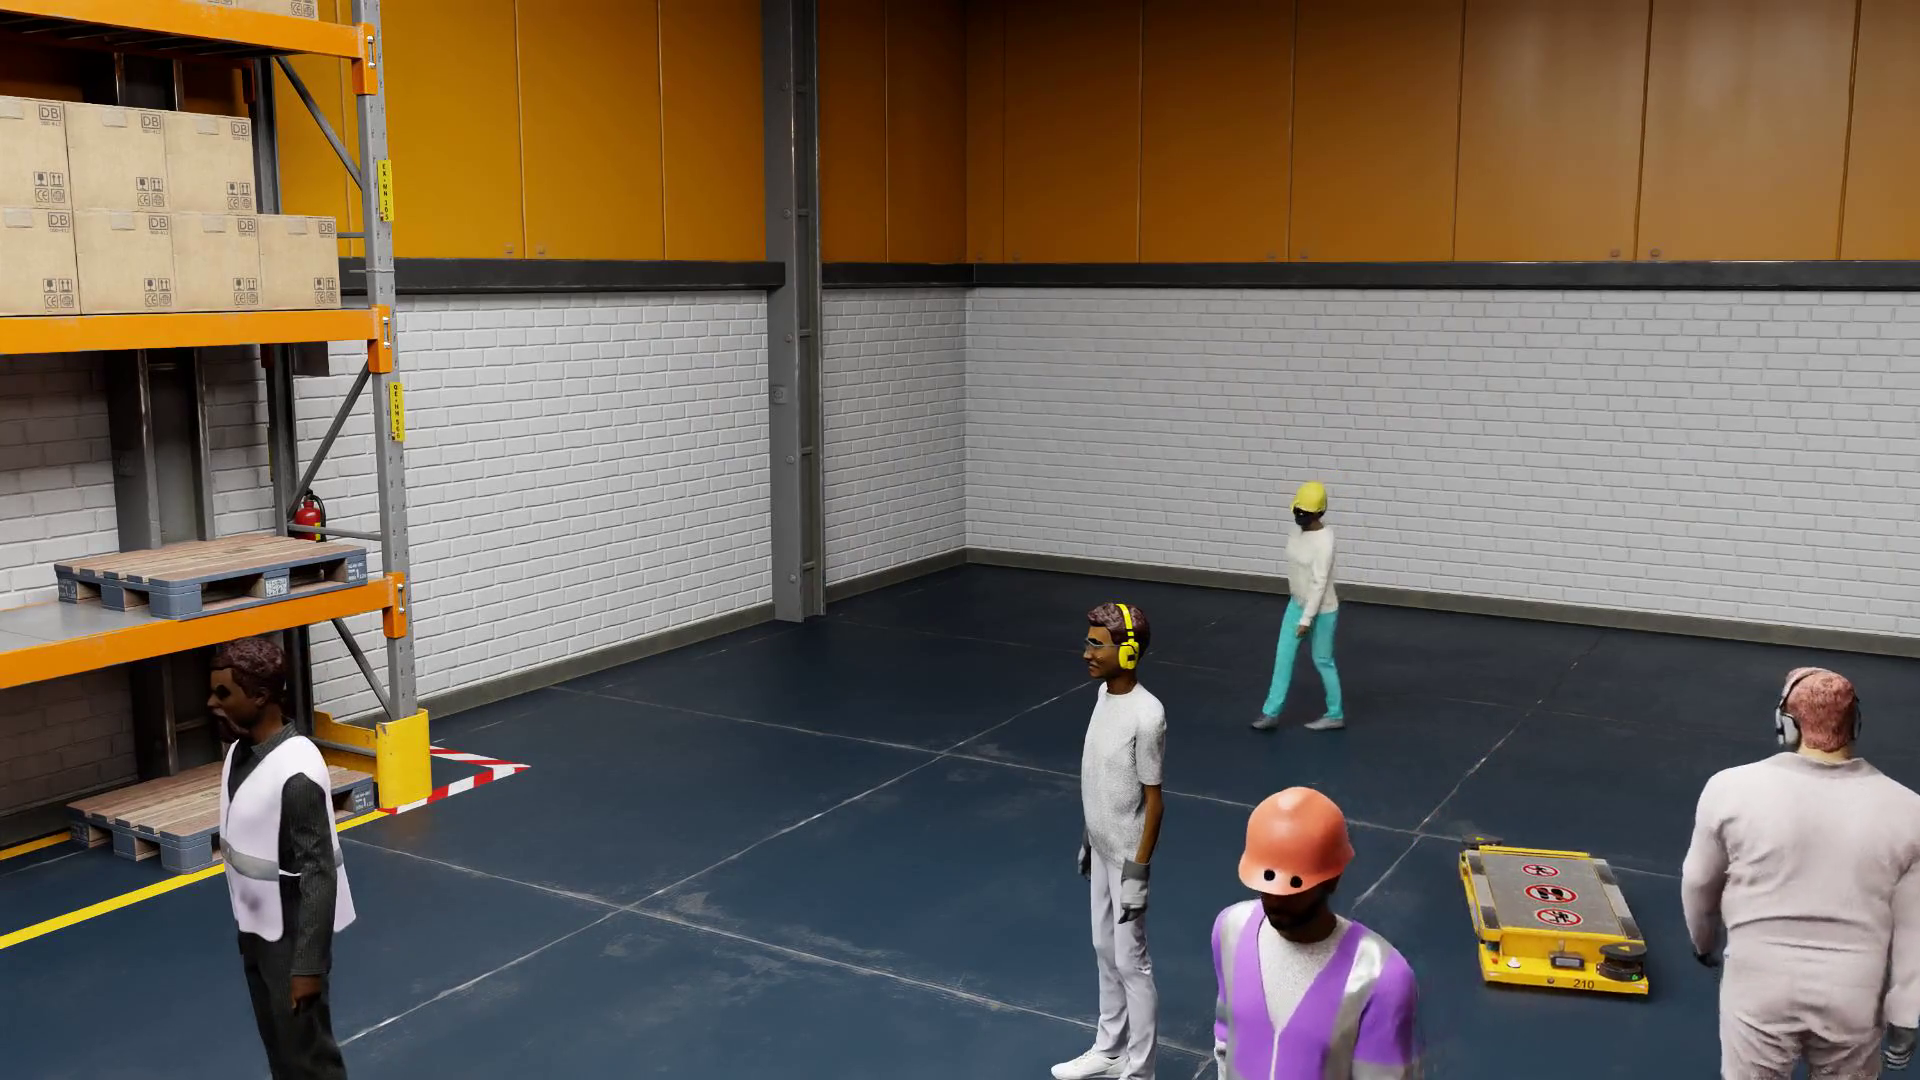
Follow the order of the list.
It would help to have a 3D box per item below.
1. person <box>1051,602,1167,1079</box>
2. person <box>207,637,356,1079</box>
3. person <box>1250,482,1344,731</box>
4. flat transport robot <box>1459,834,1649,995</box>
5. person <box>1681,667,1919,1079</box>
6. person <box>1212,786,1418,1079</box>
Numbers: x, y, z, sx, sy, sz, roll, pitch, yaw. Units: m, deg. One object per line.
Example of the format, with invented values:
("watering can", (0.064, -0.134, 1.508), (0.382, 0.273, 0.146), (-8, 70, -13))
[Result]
("person", (0.556, 1.141, 6.030), (0.328, 1.872, 0.510), (-3, 10, -18))
("person", (-2.136, 1.238, 5.276), (0.371, 1.916, 0.597), (-8, 12, -39))
("person", (2.225, 0.452, 10.830), (0.761, 1.706, 0.583), (-4, 10, -24))
("flat transport robot", (2.684, 1.682, 7.628), (0.652, 0.197, 1.431), (2, 9, 12))
("person", (2.497, 1.310, 4.948), (0.657, 1.878, 0.627), (3, 10, 18))
("person", (0.834, 1.469, 3.974), (0.547, 1.883, 1.019), (7, 12, 39))
